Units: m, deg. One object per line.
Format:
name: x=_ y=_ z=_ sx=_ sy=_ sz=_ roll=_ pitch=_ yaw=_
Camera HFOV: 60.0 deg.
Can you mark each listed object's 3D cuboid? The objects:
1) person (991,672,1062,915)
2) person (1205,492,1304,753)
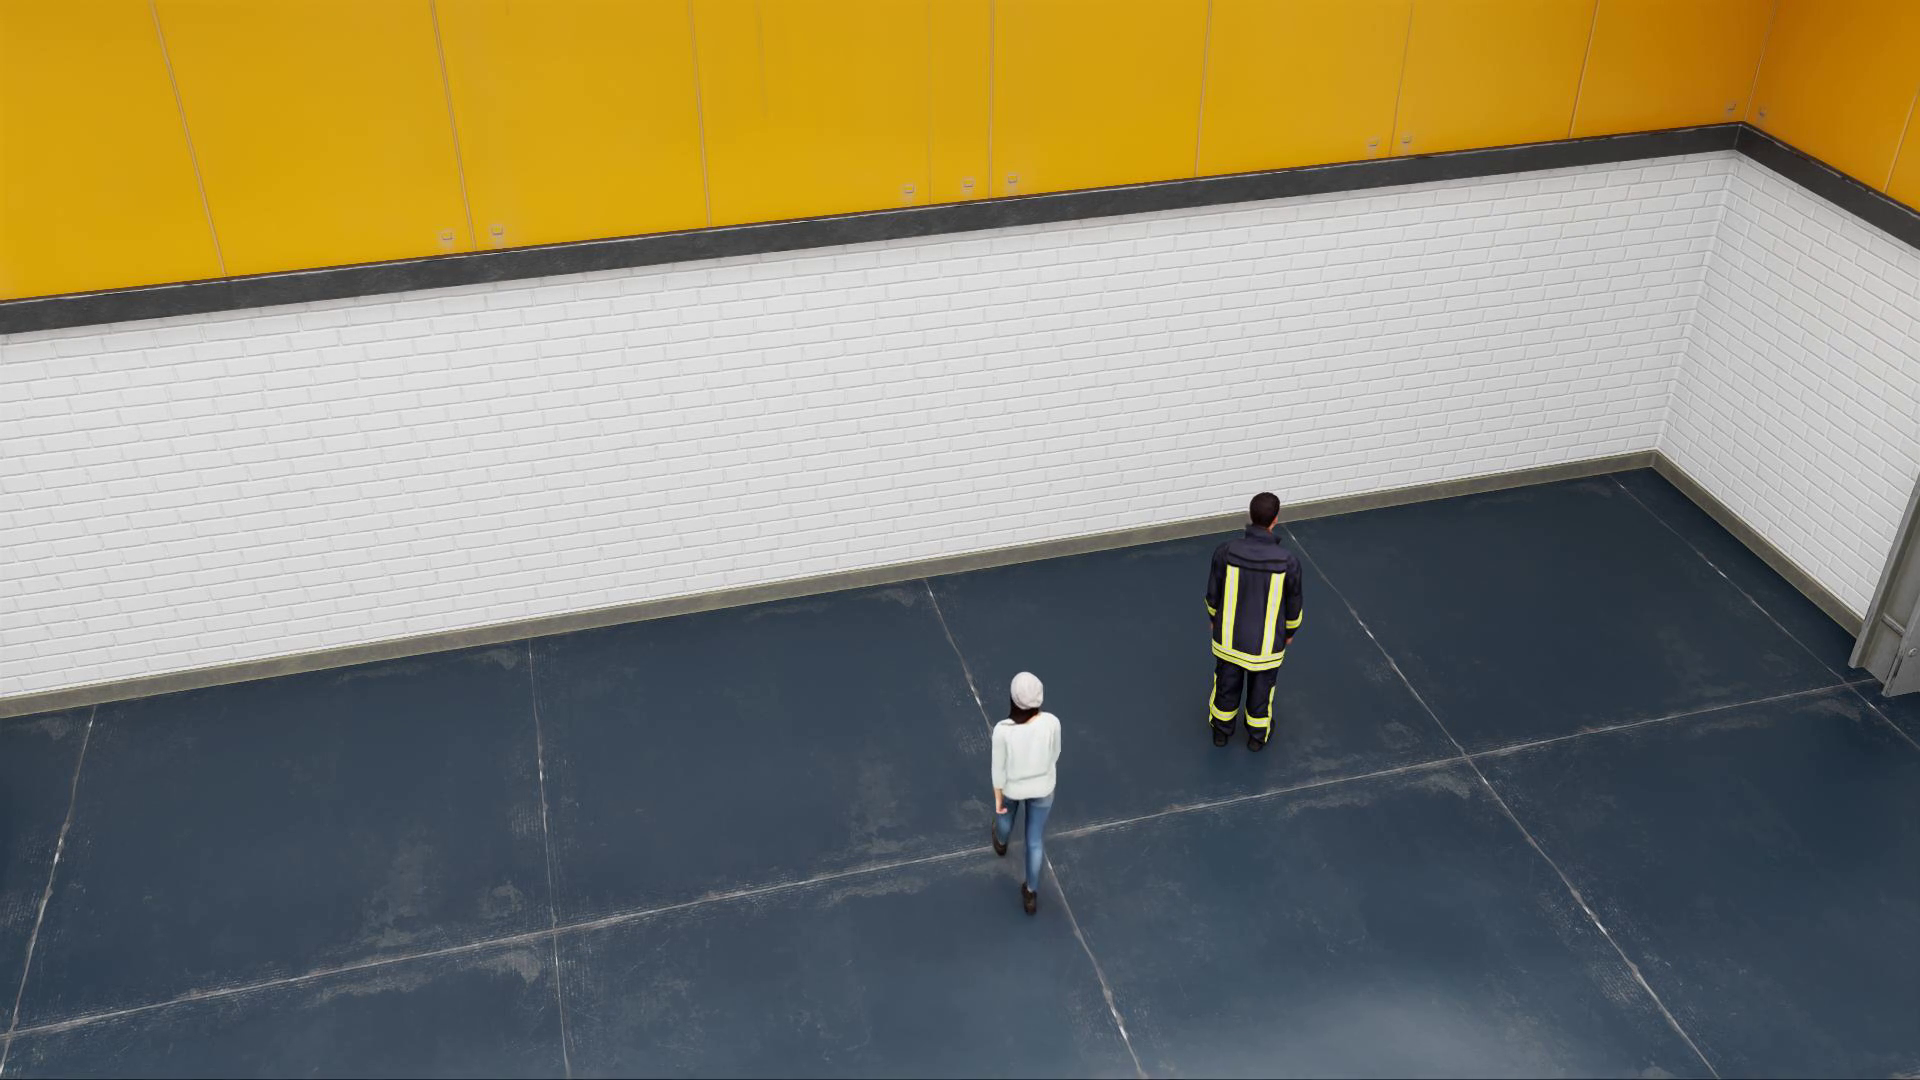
person: x=0.409 y=1.471 z=9.644 sx=0.663 sy=1.612 sz=1.001 roll=-5 pitch=34 yaw=-7
person: x=1.884 y=0.547 z=10.753 sx=0.894 sy=1.922 sz=0.893 roll=10 pitch=35 yaw=14
